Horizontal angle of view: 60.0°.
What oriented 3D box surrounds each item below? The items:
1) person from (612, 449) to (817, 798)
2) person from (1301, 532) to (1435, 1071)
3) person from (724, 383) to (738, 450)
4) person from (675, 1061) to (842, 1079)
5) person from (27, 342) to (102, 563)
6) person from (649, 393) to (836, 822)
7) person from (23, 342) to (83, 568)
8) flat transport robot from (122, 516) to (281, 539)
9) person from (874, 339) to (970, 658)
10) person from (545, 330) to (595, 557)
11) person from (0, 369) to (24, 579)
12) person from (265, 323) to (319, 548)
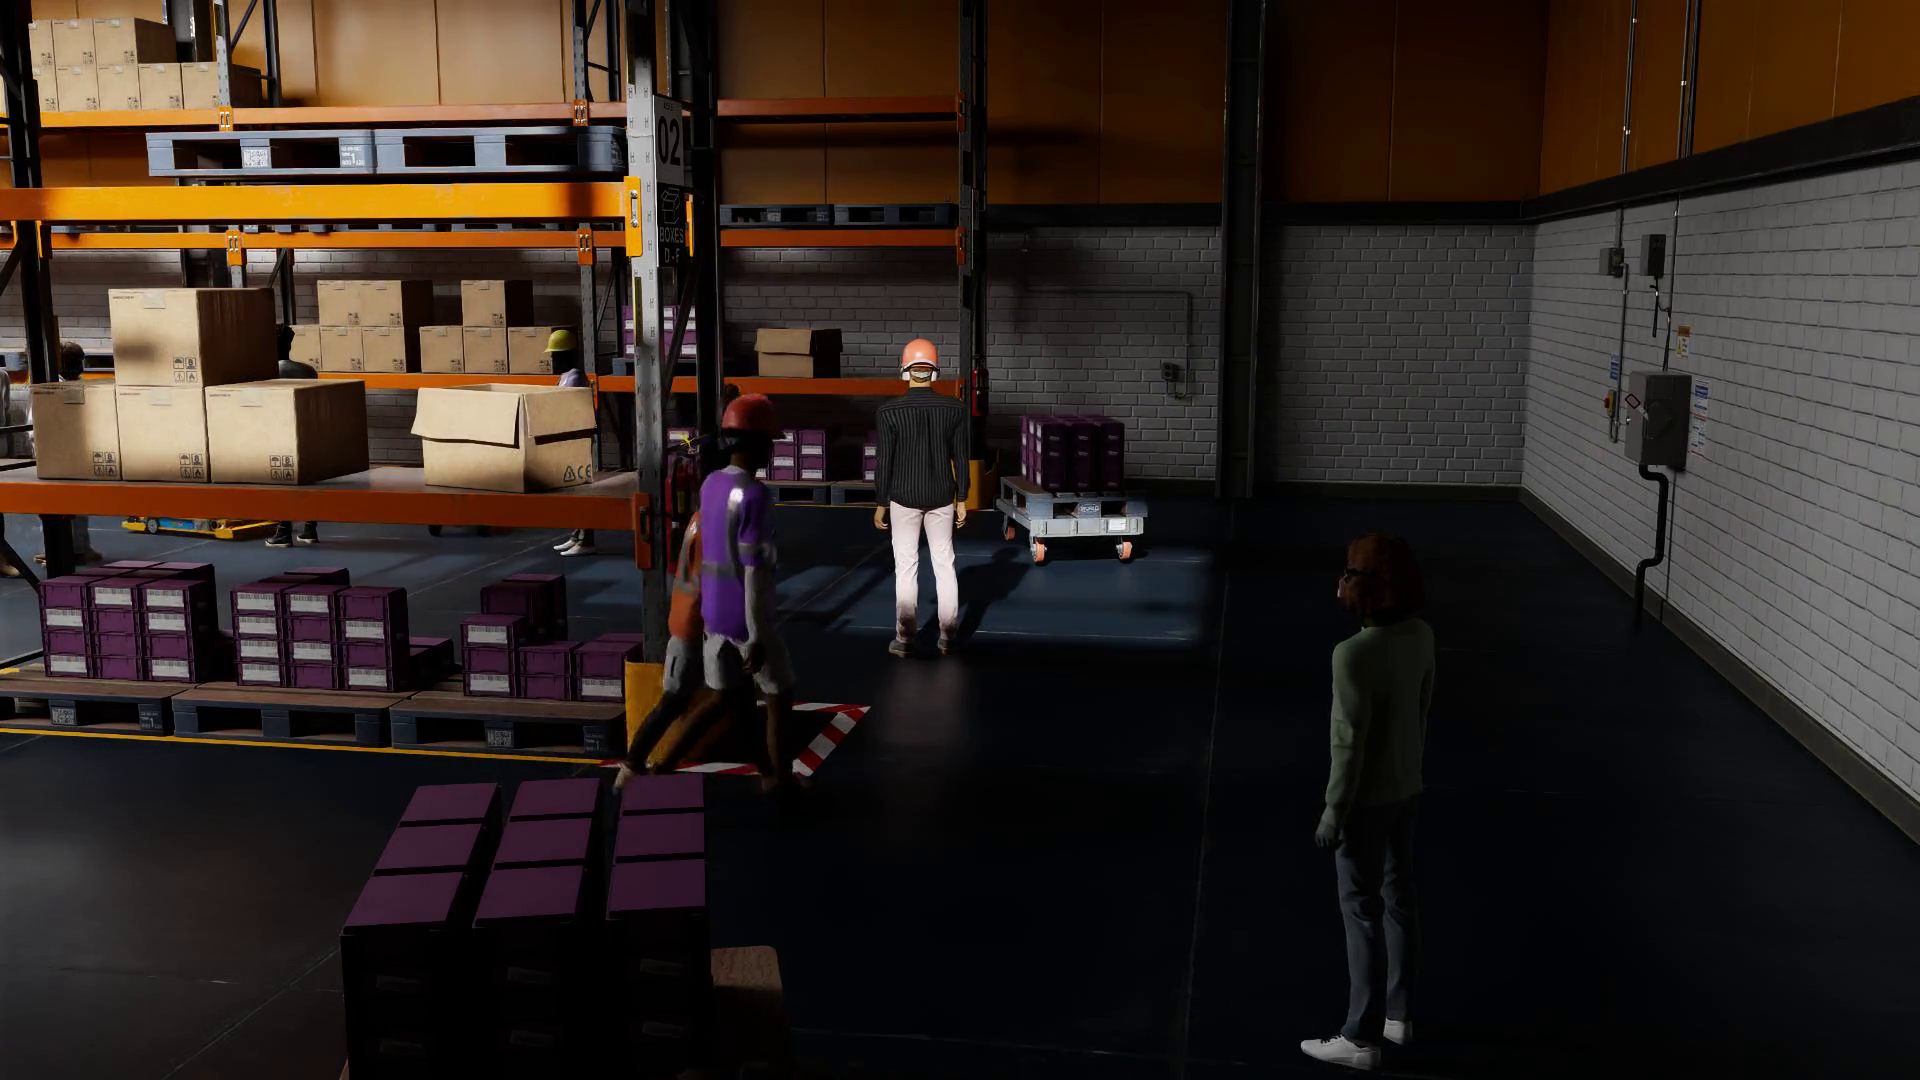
[{"bbox_3d":[-1.159,0.397,7.494,0.907,1.631,0.578,1,9,4],"label":"person"},{"bbox_3d":[1.254,0.786,5.062,0.279,1.635,0.507,8,12,42],"label":"person"},{"bbox_3d":[-1.656,-0.278,11.652,0.308,1.641,0.511,1,9,5],"label":"person"},{"bbox_3d":[-0.006,1.288,1.413,0.809,1.815,0.636,-1,9,-5],"label":"person"},{"bbox_3d":[-7.309,-0.718,13.777,0.525,1.830,0.662,3,10,18],"label":"person"},{"bbox_3d":[-1.004,0.327,7.143,0.842,1.904,0.565,-7,11,-35],"label":"person"},{"bbox_3d":[-7.434,-0.716,13.608,0.343,1.883,0.585,-7,12,-38],"label":"person"},{"bbox_3d":[-6.983,-0.199,15.391,1.431,0.197,0.652,4,10,25],"label":"flat transport robot"},{"bbox_3d":[-0.246,-0.259,10.432,0.622,1.992,0.397,-3,10,-17],"label":"person"},{"bbox_3d":[-3.299,-0.819,14.126,0.383,1.924,0.589,-3,10,-19],"label":"person"},{"bbox_3d":[-7.559,-0.676,12.875,0.378,2.044,0.607,3,10,19],"label":"person"},{"bbox_3d":[-5.907,-0.917,14.602,0.365,1.965,0.608,6,11,33],"label":"person"}]
